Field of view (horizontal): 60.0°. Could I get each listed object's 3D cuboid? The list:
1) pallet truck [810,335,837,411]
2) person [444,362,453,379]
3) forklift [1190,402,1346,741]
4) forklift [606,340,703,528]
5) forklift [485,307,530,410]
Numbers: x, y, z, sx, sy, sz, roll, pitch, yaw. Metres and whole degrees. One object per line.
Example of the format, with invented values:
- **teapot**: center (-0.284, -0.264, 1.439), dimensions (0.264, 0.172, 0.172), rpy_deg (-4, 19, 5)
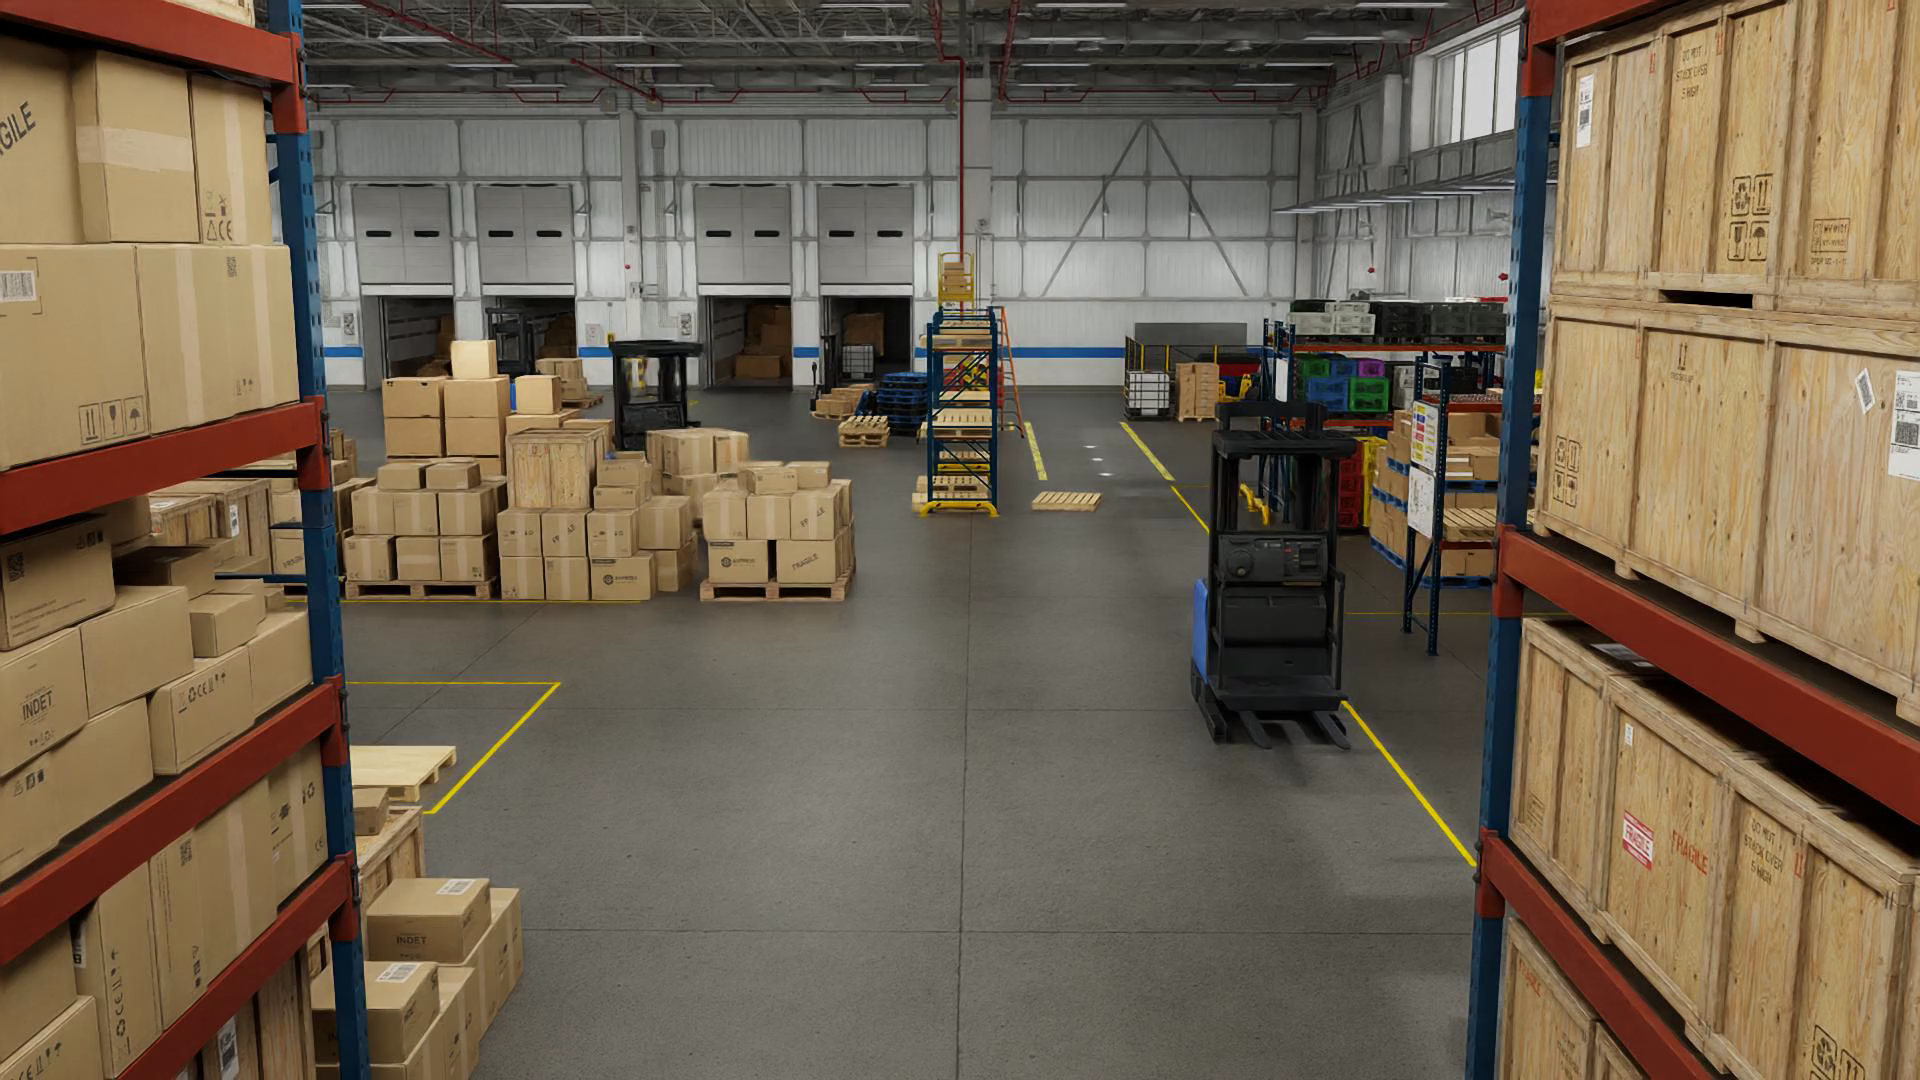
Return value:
- **pallet truck**: center (-3.021, -4.312, 43.126), dimensions (1.885, 1.965, 0.823), rpy_deg (3, 10, 17)
- **person**: center (-11.359, -3.164, 37.430), dimensions (0.693, 1.670, 0.548), rpy_deg (4, 11, 24)
- **forklift**: center (2.698, 0.176, 14.688), dimensions (1.129, 2.768, 1.873), rpy_deg (0, 10, 1)
- **forklift**: center (-4.729, -1.598, 24.923), dimensions (1.129, 2.768, 1.873), rpy_deg (-6, 12, -33)
- **forklift**: center (-10.754, -4.150, 39.646), dimensions (1.129, 2.768, 1.873), rpy_deg (0, 10, 1)
